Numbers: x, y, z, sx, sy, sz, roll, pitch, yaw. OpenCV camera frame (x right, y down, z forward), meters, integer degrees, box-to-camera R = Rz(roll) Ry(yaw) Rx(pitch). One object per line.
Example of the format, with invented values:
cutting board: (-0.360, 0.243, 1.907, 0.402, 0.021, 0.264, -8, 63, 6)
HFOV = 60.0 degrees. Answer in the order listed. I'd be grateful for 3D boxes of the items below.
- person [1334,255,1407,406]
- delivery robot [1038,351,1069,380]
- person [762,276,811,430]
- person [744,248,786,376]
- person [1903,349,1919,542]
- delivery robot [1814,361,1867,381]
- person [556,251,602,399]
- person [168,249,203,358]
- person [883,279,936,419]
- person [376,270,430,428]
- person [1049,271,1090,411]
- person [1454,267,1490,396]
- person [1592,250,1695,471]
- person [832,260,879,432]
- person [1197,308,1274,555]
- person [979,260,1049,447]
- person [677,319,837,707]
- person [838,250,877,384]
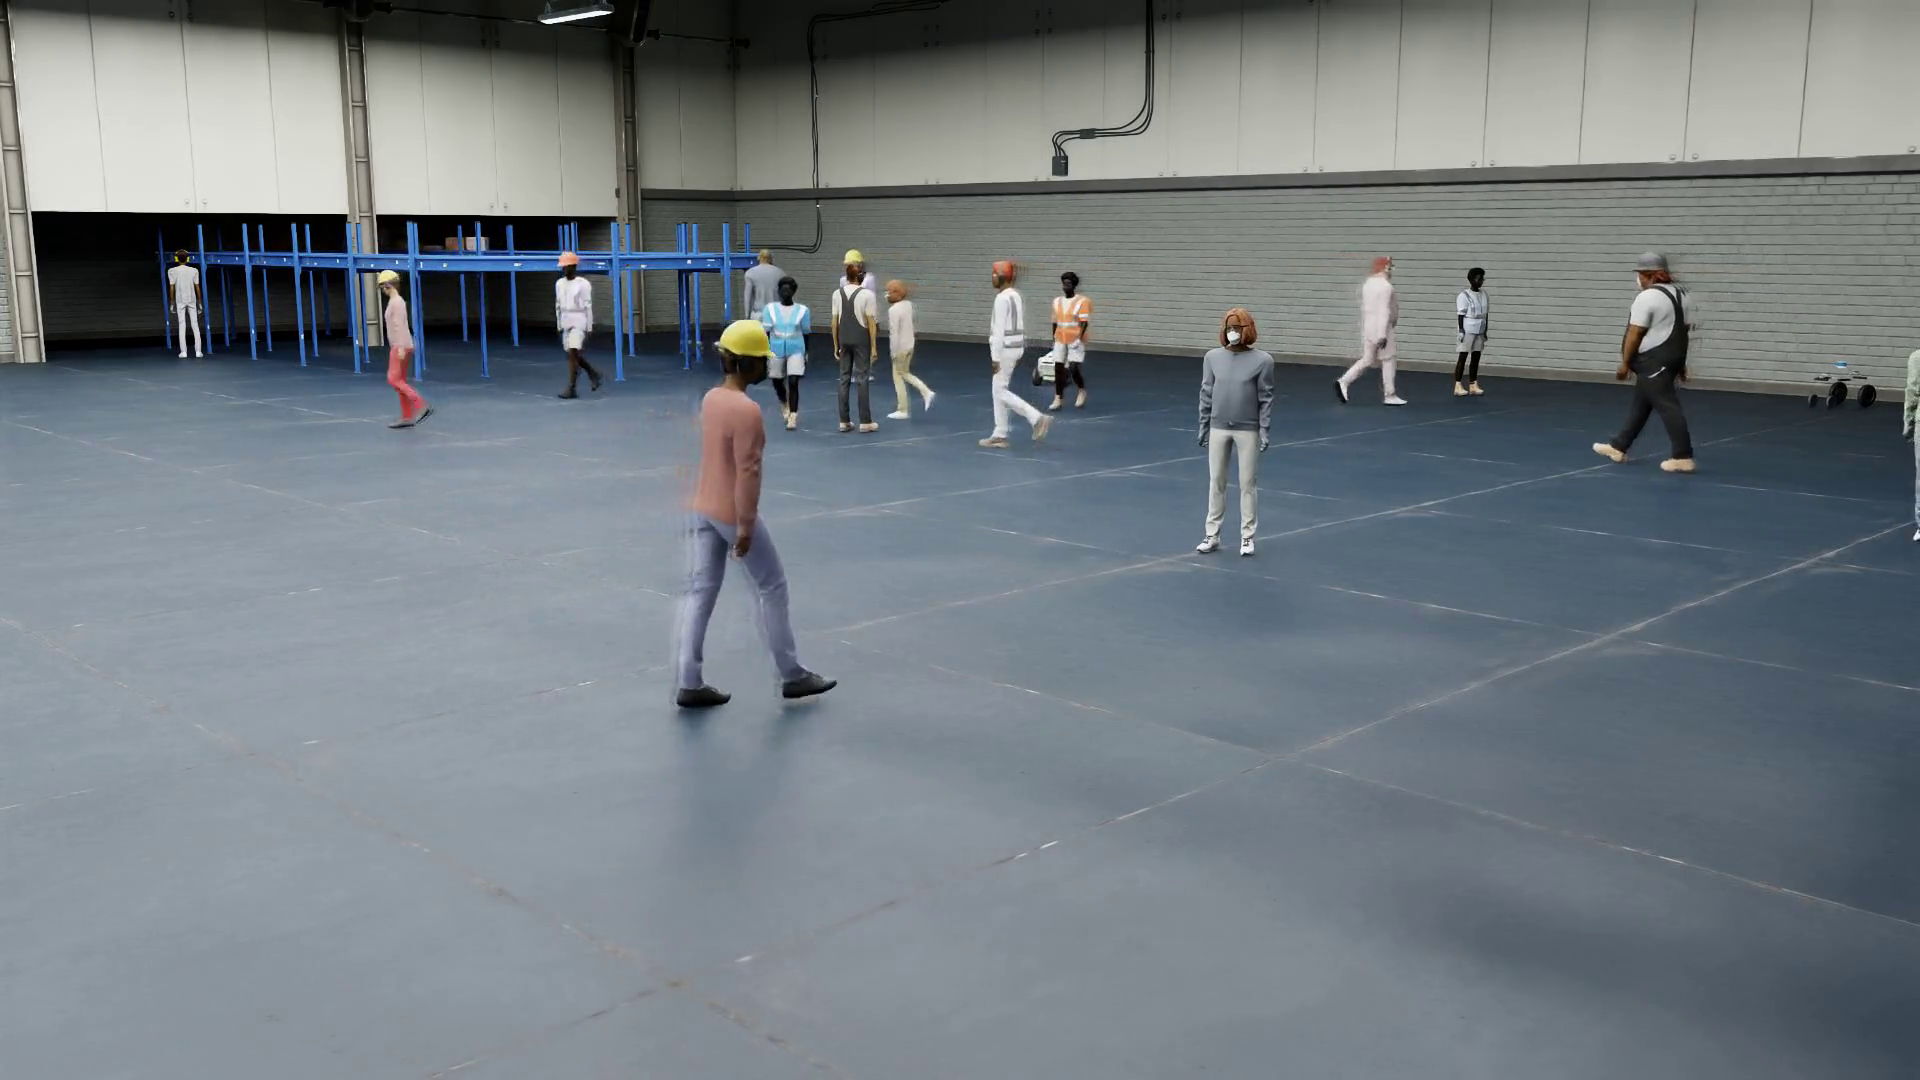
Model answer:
person: (5.162, -2.612, 20.747, 0.860, 1.876, 0.643, -2, 11, -12)
delivery robot: (1.378, -2.516, 23.660, 0.477, 0.478, 0.707, 4, 11, 23)
person: (-1.908, -2.088, 18.407, 0.535, 1.674, 0.707, 0, 10, 1)
person: (-2.910, -3.413, 24.944, 0.674, 1.922, 0.462, -3, 11, -18)
person: (6.882, -0.815, 11.637, 0.509, 1.610, 0.629, 7, 13, 34)
delivery robot: (11.001, -2.113, 20.757, 0.698, 0.223, 0.335, -4, 11, -22)
person: (-5.029, -2.841, 21.896, 0.551, 1.913, 0.811, 6, 12, 29)
person: (-13.456, -4.111, 28.911, 0.532, 1.871, 0.321, -6, 12, -29)
person: (-0.602, -2.188, 19.122, 0.529, 1.605, 0.544, 5, 11, 24)
person: (-6.190, -2.102, 18.325, 0.400, 1.723, 0.586, -4, 11, -21)
person: (1.332, -2.403, 20.101, 0.544, 1.681, 0.410, 7, 12, 32)
person: (6.797, -2.767, 22.075, 0.530, 1.689, 0.322, -6, 12, -29)
person: (6.311, -1.651, 15.145, 0.676, 2.000, 1.049, -10, 14, -42)
person: (-1.136, -2.099, 18.005, 0.513, 1.844, 0.328, 4, 11, 23)
person: (1.826, -0.721, 11.068, 0.499, 1.634, 0.279, 5, 11, 25)
person: (0.535, -1.839, 16.540, 0.669, 1.866, 0.592, 2, 11, 13)
person: (-0.941, -0.115, 7.506, 0.811, 1.735, 0.543, -7, 13, -35)
person: (-1.551, -3.155, 23.628, 0.607, 1.884, 0.903, 8, 13, 38)
